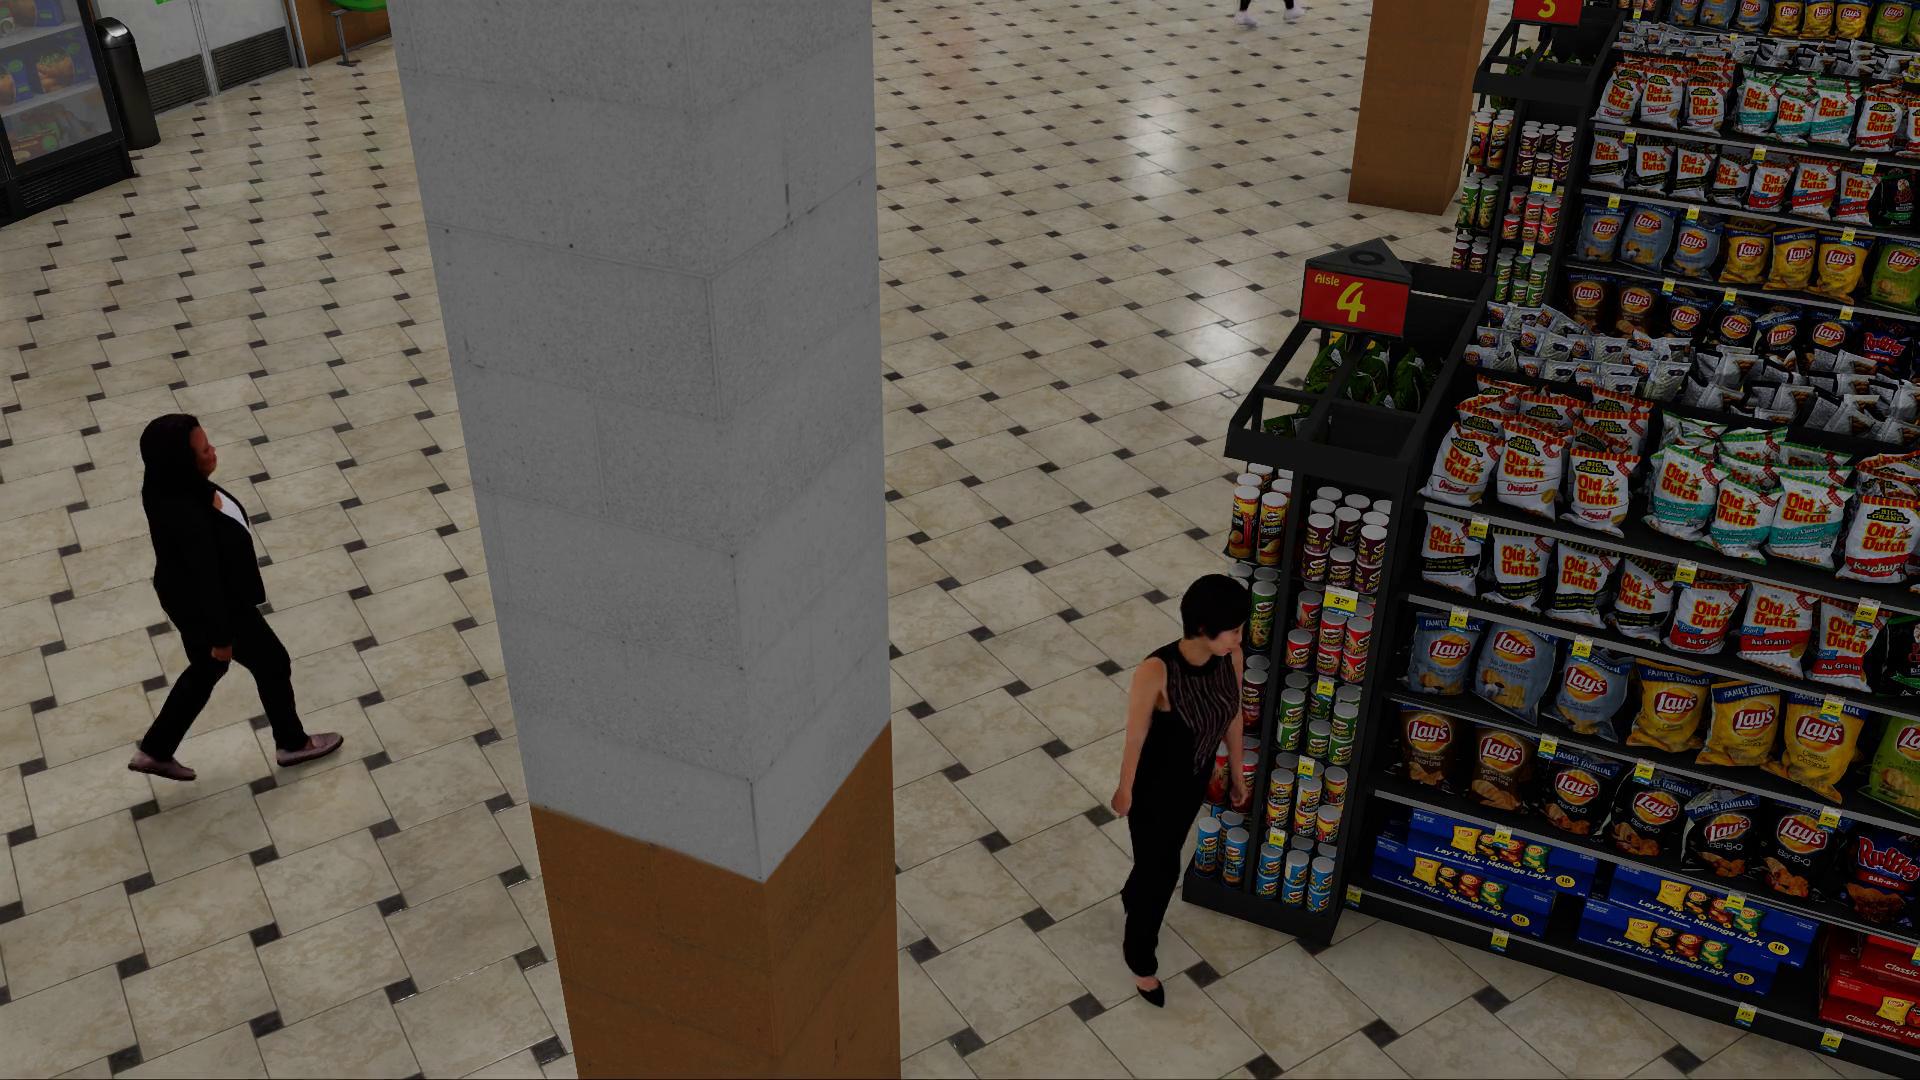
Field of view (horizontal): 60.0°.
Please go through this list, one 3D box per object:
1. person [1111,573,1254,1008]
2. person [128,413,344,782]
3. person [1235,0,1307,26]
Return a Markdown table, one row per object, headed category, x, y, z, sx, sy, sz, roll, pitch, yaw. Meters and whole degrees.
| category | x | y | z | sx | sy | sz | roll | pitch | yaw |
| --- | --- | --- | --- | --- | --- | --- | --- | --- | --- |
| person | 0.675 | 0.749 | 5.602 | 0.772 | 1.573 | 0.842 | -17 | 36 | -25 |
| person | -2.934 | 0.283 | 6.334 | 0.972 | 1.590 | 1.050 | -24 | 39 | -33 |
| person | 2.948 | -5.731 | 15.997 | 1.060 | 1.593 | 1.104 | -16 | 35 | -25 |
